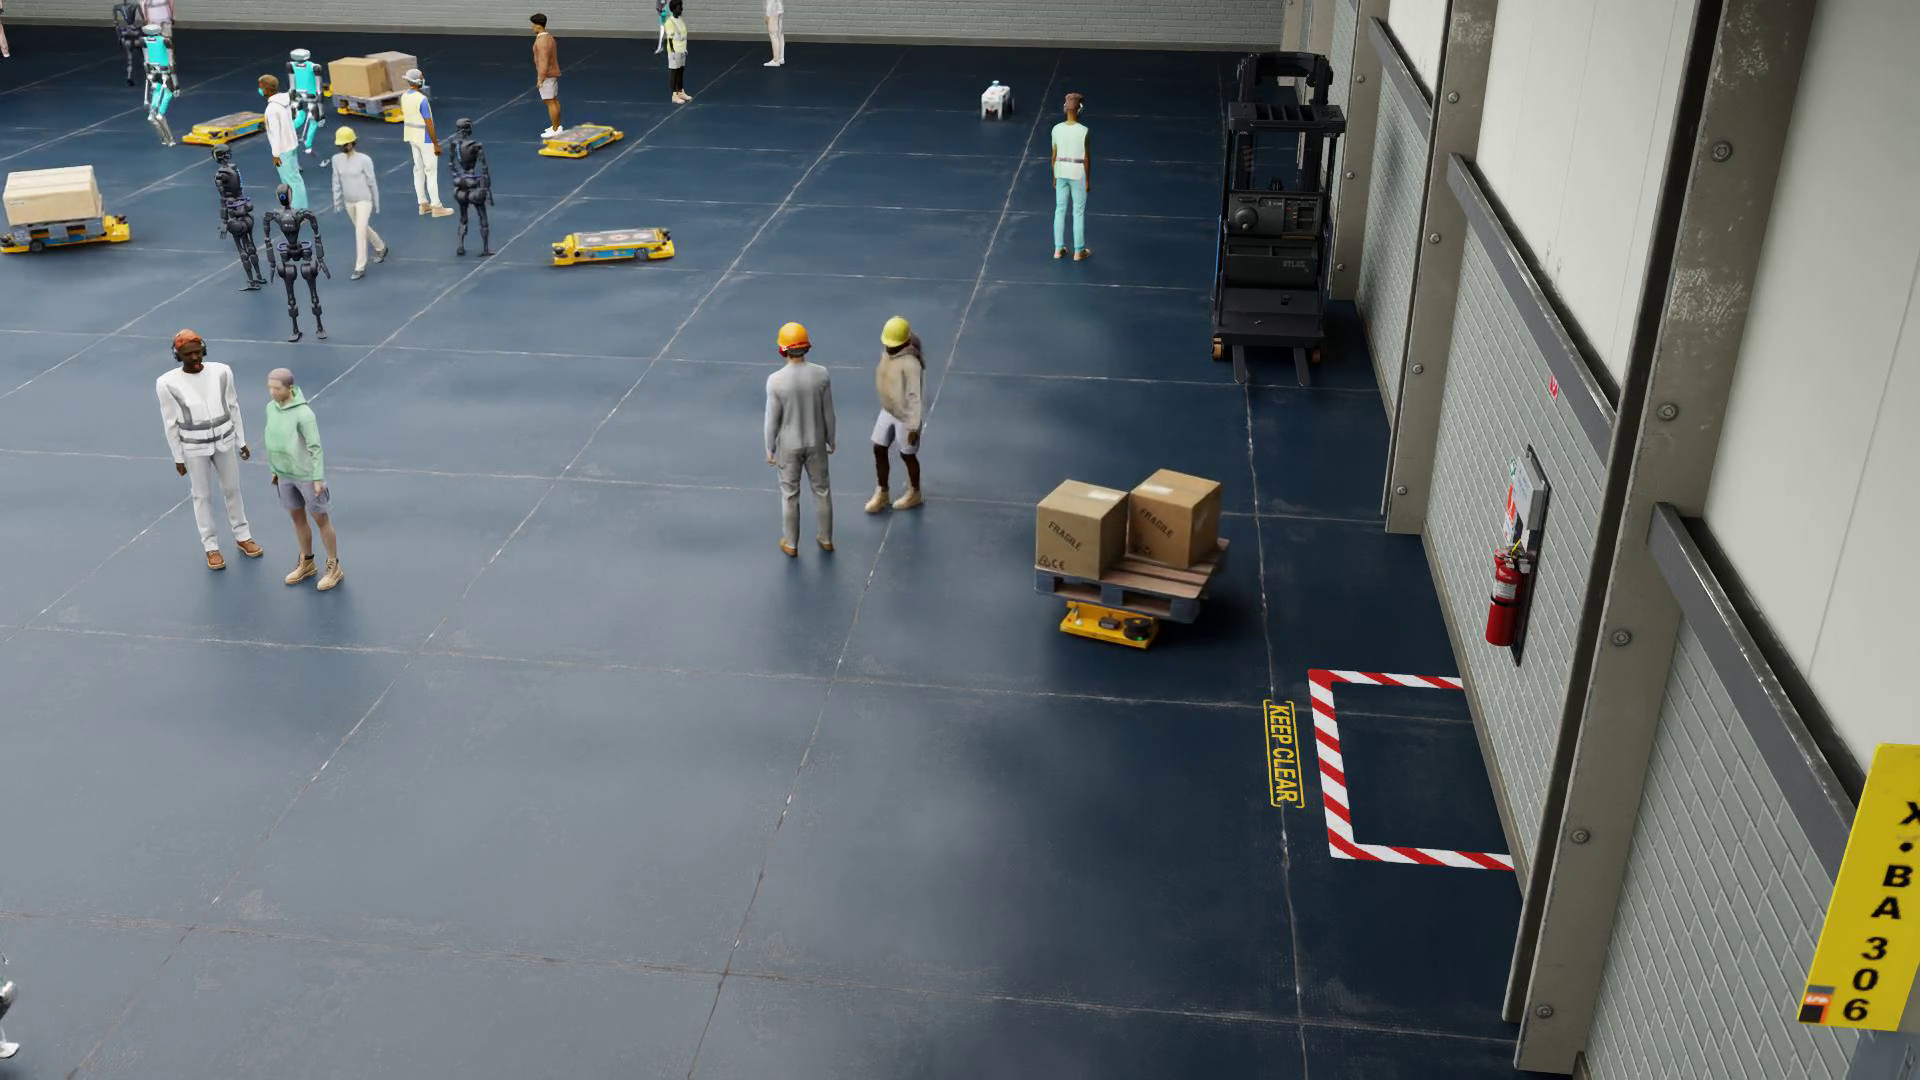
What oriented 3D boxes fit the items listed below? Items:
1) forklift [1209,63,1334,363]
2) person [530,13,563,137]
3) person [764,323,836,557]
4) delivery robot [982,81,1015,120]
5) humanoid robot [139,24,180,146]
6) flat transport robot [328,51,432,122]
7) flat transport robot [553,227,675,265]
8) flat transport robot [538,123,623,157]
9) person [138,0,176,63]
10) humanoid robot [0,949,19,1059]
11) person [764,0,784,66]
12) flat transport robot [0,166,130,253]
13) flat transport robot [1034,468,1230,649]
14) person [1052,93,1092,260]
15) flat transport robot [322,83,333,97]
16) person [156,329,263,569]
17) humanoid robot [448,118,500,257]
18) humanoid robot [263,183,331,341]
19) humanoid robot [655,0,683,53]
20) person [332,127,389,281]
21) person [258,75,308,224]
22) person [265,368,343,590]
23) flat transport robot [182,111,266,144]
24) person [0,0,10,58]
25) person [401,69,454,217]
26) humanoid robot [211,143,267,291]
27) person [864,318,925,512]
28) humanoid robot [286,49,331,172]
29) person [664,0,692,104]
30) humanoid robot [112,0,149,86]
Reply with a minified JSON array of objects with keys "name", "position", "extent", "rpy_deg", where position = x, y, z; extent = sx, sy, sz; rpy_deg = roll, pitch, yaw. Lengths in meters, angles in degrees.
[{"name":"forklift","position":[3.241,-3.477,17.183],"extent":[1.129,2.768,1.873],"rpy_deg":[3,27,6]},{"name":"person","position":[-6.370,-7.190,25.721],"extent":[0.390,1.852,0.797],"rpy_deg":[0,27,0]},{"name":"person","position":[-1.235,-0.770,12.877],"extent":[0.570,1.889,0.382],"rpy_deg":[-9,28,-18]},{"name":"delivery robot","position":[0.590,-7.206,27.191],"extent":[0.499,0.581,0.767],"rpy_deg":[6,27,12]},{"name":"humanoid robot","position":[-12.143,-6.807,25.127],"extent":[0.544,1.818,0.710],"rpy_deg":[6,27,12]},{"name":"flat transport robot","position":[-9.458,-7.049,27.212],"extent":[1.431,0.231,0.659],"rpy_deg":[16,31,28]},{"name":"flat transport robot","position":[-4.231,-3.577,20.280],"extent":[1.431,0.231,0.659],"rpy_deg":[-6,27,-12]},{"name":"flat transport robot","position":[-5.746,-6.060,25.236],"extent":[0.659,0.231,1.431],"rpy_deg":[8,28,16]},{"name":"person","position":[-14.458,-9.418,30.006],"extent":[0.580,1.999,0.650],"rpy_deg":[20,33,35]},{"name":"humanoid robot","position":[-4.796,1.823,7.885],"extent":[0.837,1.801,0.545],"rpy_deg":[2,27,3]},{"name":"person","position":[-3.445,-9.755,30.821],"extent":[0.401,1.876,0.496],"rpy_deg":[9,28,17]},{"name":"flat transport robot","position":[-11.180,-3.829,20.783],"extent":[1.431,0.231,0.659],"rpy_deg":[-12,29,-22]},{"name":"flat transport robot","position":[1.298,0.360,12.419],"extent":[0.659,0.231,1.431],"rpy_deg":[11,29,21]},{"name":"person","position":[1.324,-4.332,19.882],"extent":[0.482,1.980,0.403],"rpy_deg":[12,29,22]},{"name":"flat transport robot","position":[-10.209,-7.750,28.609],"extent":[1.431,0.231,0.659],"rpy_deg":[8,28,15]},{"name":"person","position":[-5.750,-0.705,12.748],"extent":[0.574,1.882,0.356],"rpy_deg":[-24,35,-39]},{"name":"humanoid robot","position":[-5.916,-4.246,20.036],"extent":[0.585,1.641,0.375],"rpy_deg":[10,28,19]},{"name":"humanoid robot","position":[-6.903,-2.899,17.338],"extent":[0.599,1.657,0.315],"rpy_deg":[-7,27,-13]},{"name":"humanoid robot","position":[-5.615,-10.215,31.900],"extent":[0.599,1.781,0.863],"rpy_deg":[-10,28,-19]},{"name":"person","position":[-7.044,-3.999,19.489],"extent":[0.535,1.728,0.867],"rpy_deg":[7,28,15]},{"name":"person","position":[-8.657,-4.988,21.275],"extent":[0.378,1.912,0.497],"rpy_deg":[1,27,2]},{"name":"person","position":[-4.928,-0.468,12.428],"extent":[0.472,1.743,0.348],"rpy_deg":[10,28,19]},{"name":"flat transport robot","position":[-11.386,-6.439,25.994],"extent":[0.659,0.231,1.431],"rpy_deg":[9,28,17]},{"name":"person","position":[-18.416,-10.059,31.392],"extent":[0.650,1.907,0.413],"rpy_deg":[-22,34,-37]},{"name":"person","position":[-6.977,-5.146,21.602],"extent":[0.520,1.893,0.400],"rpy_deg":[17,31,31]},{"name":"humanoid robot","position":[-8.219,-3.672,18.882],"extent":[0.315,1.657,0.599],"rpy_deg":[1,27,1]},{"name":"person","position":[-0.511,-0.995,13.493],"extent":[0.612,1.725,0.588],"rpy_deg":[-22,34,-37]},{"name":"humanoid robot","position":[-9.311,-5.982,23.481],"extent":[0.547,1.751,1.064],"rpy_deg":[6,27,12]},{"name":"person","position":[-4.746,-8.229,27.970],"extent":[0.319,1.697,0.532],"rpy_deg":[8,28,15]},{"name":"humanoid robot","position":[-14.613,-8.866,29.334],"extent":[0.599,1.648,0.769],"rpy_deg":[-1,27,-2]}]
